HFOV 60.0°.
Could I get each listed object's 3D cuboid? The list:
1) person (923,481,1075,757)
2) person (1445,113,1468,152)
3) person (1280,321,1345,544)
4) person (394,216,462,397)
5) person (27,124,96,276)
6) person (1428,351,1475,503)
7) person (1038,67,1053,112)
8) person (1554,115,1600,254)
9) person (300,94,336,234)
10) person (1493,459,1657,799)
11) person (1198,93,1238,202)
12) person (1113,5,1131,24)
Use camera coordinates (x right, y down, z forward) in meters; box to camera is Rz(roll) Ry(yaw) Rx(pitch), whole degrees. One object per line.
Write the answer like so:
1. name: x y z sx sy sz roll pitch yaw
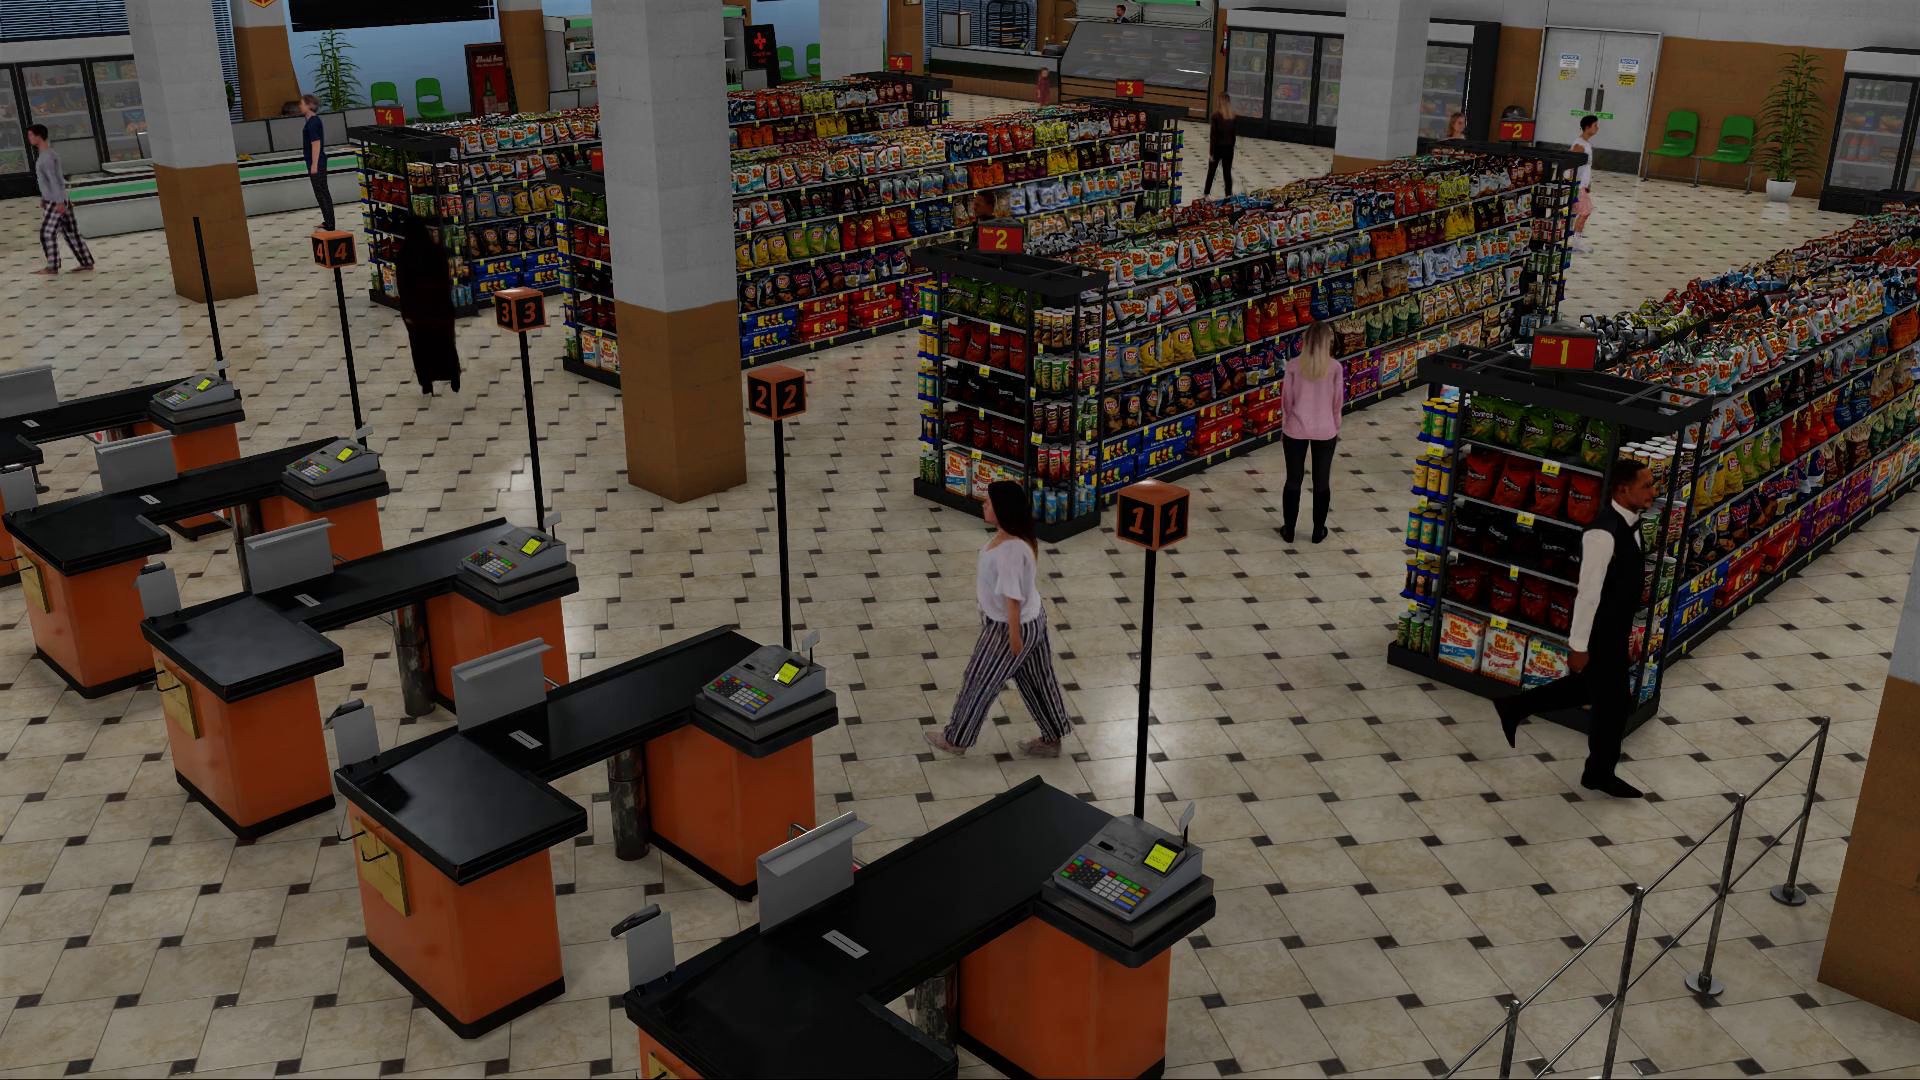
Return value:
1. person: 0.375 0.472 9.216 1.111 1.639 1.134 4 22 10
2. person: 6.390 -4.669 21.776 0.892 1.812 0.788 -12 25 -27
3. person: 2.587 -0.793 12.298 0.687 1.687 0.710 4 22 11
4. person: -4.951 -2.144 15.593 0.914 1.737 0.855 -13 25 -30
5. person: -11.108 -4.217 20.634 1.009 1.825 0.828 -11 24 -25
6. person: 3.862 -0.913 13.158 0.595 1.268 0.634 7 23 18
7. person: 1.736 -9.122 33.933 0.654 1.011 0.704 -2 22 -6
8. person: 8.000 -4.661 21.809 0.846 1.772 0.770 10 24 24
9. person: -8.928 -5.232 23.098 0.711 1.872 0.737 -7 23 -17
10. person: 3.354 0.447 8.937 0.905 1.893 1.110 14 26 31
11. person: 3.901 -5.670 24.478 1.109 1.656 0.992 -8 23 -19
12. person: 3.712 -11.419 38.501 0.633 1.867 0.552 20 29 41
